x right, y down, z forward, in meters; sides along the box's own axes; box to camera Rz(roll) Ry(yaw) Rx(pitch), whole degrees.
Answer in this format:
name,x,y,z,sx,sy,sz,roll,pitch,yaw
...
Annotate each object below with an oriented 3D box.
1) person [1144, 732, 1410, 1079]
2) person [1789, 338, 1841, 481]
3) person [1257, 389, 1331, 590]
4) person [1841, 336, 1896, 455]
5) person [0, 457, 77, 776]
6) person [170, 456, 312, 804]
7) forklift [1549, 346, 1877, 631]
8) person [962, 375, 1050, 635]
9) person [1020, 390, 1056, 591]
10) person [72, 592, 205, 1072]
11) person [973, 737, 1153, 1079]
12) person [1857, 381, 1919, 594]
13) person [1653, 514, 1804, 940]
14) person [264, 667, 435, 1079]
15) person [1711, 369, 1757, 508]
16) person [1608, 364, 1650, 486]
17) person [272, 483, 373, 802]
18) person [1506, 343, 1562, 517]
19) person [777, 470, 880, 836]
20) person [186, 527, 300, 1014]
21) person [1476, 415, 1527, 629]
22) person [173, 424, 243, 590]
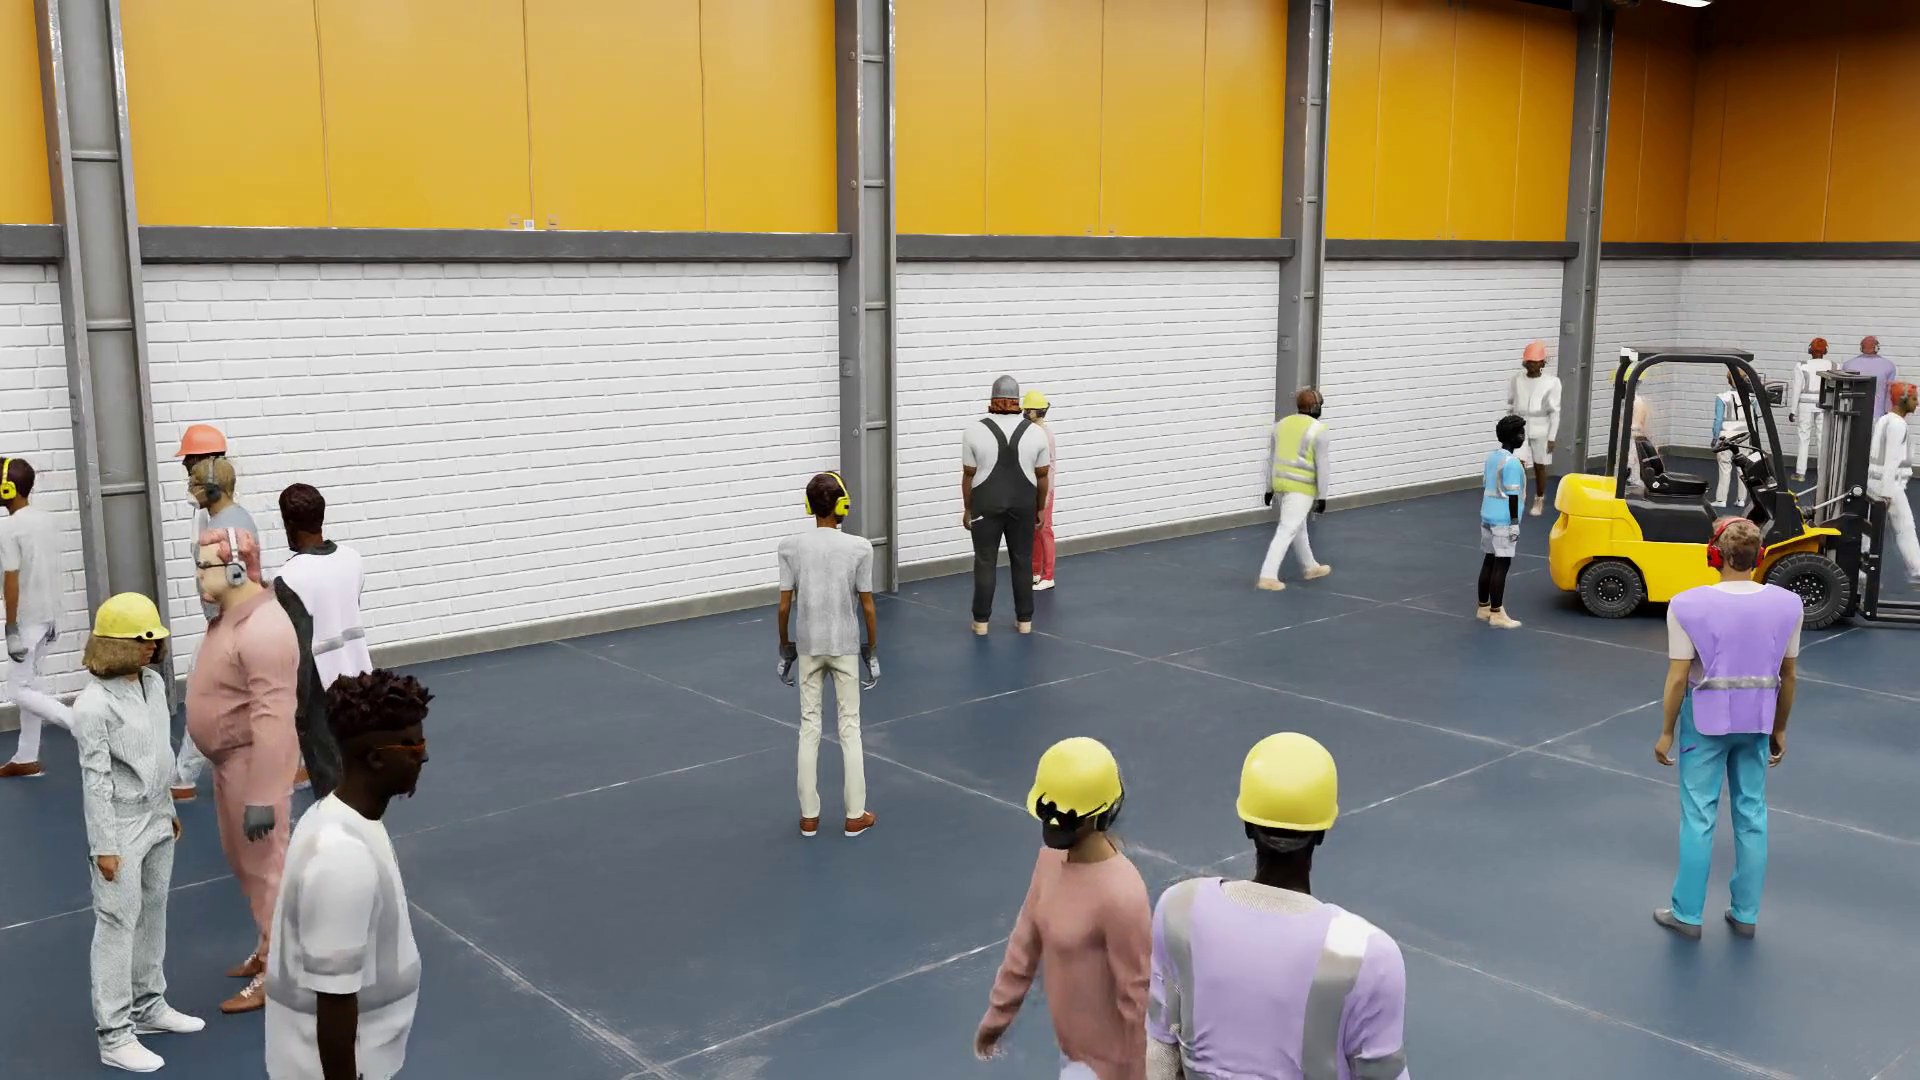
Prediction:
name,x,y,z,sx,sy,sz,roll,pitch,yaw
person,0.699,1.364,3.675,0.594,1.928,0.365,7,12,34
person,11.169,-1.701,21.756,0.581,1.882,0.339,2,10,10
person,3.005,-0.452,14.823,1.038,1.772,0.638,-6,11,-32
person,11.857,-1.716,21.793,0.643,1.905,0.400,4,10,22
person,-5.146,0.451,9.269,0.738,1.851,0.543,0,10,-1
person,-3.917,0.481,8.991,1.035,1.891,0.651,-3,10,-15
forklift,6.109,-0.478,13.691,2.313,2.155,1.214,3,10,16
person,0.339,-0.283,12.998,0.680,2.000,0.535,-1,10,-8
person,0.667,-0.437,14.700,0.320,1.769,0.523,-4,10,-22
person,-3.001,1.046,6.088,0.325,1.740,0.492,0,10,3
person,0.244,1.344,4.327,0.695,1.740,0.574,-2,10,-13
person,8.262,-0.449,14.528,0.861,1.847,0.609,3,10,17
person,3.281,0.815,7.129,0.566,1.850,0.389,0,10,-1
person,-1.572,1.284,4.144,0.619,1.937,0.632,-3,10,-19
person,9.037,-1.182,19.431,0.511,1.640,0.308,-1,10,-5
person,6.751,-0.819,16.579,0.835,1.894,0.581,1,10,4
person,-2.925,0.689,7.671,0.398,1.916,0.590,2,10,9
person,6.370,-1.198,18.530,0.609,1.994,1.056,6,11,32
person,-0.670,0.581,8.454,0.534,1.865,0.309,1,10,5
person,-2.804,0.888,6.541,0.407,1.907,0.664,-6,12,-33
person,4.319,-0.151,13.223,0.317,1.697,0.540,0,10,-2
person,-4.519,0.263,10.101,0.364,1.935,0.553,-6,11,-30
